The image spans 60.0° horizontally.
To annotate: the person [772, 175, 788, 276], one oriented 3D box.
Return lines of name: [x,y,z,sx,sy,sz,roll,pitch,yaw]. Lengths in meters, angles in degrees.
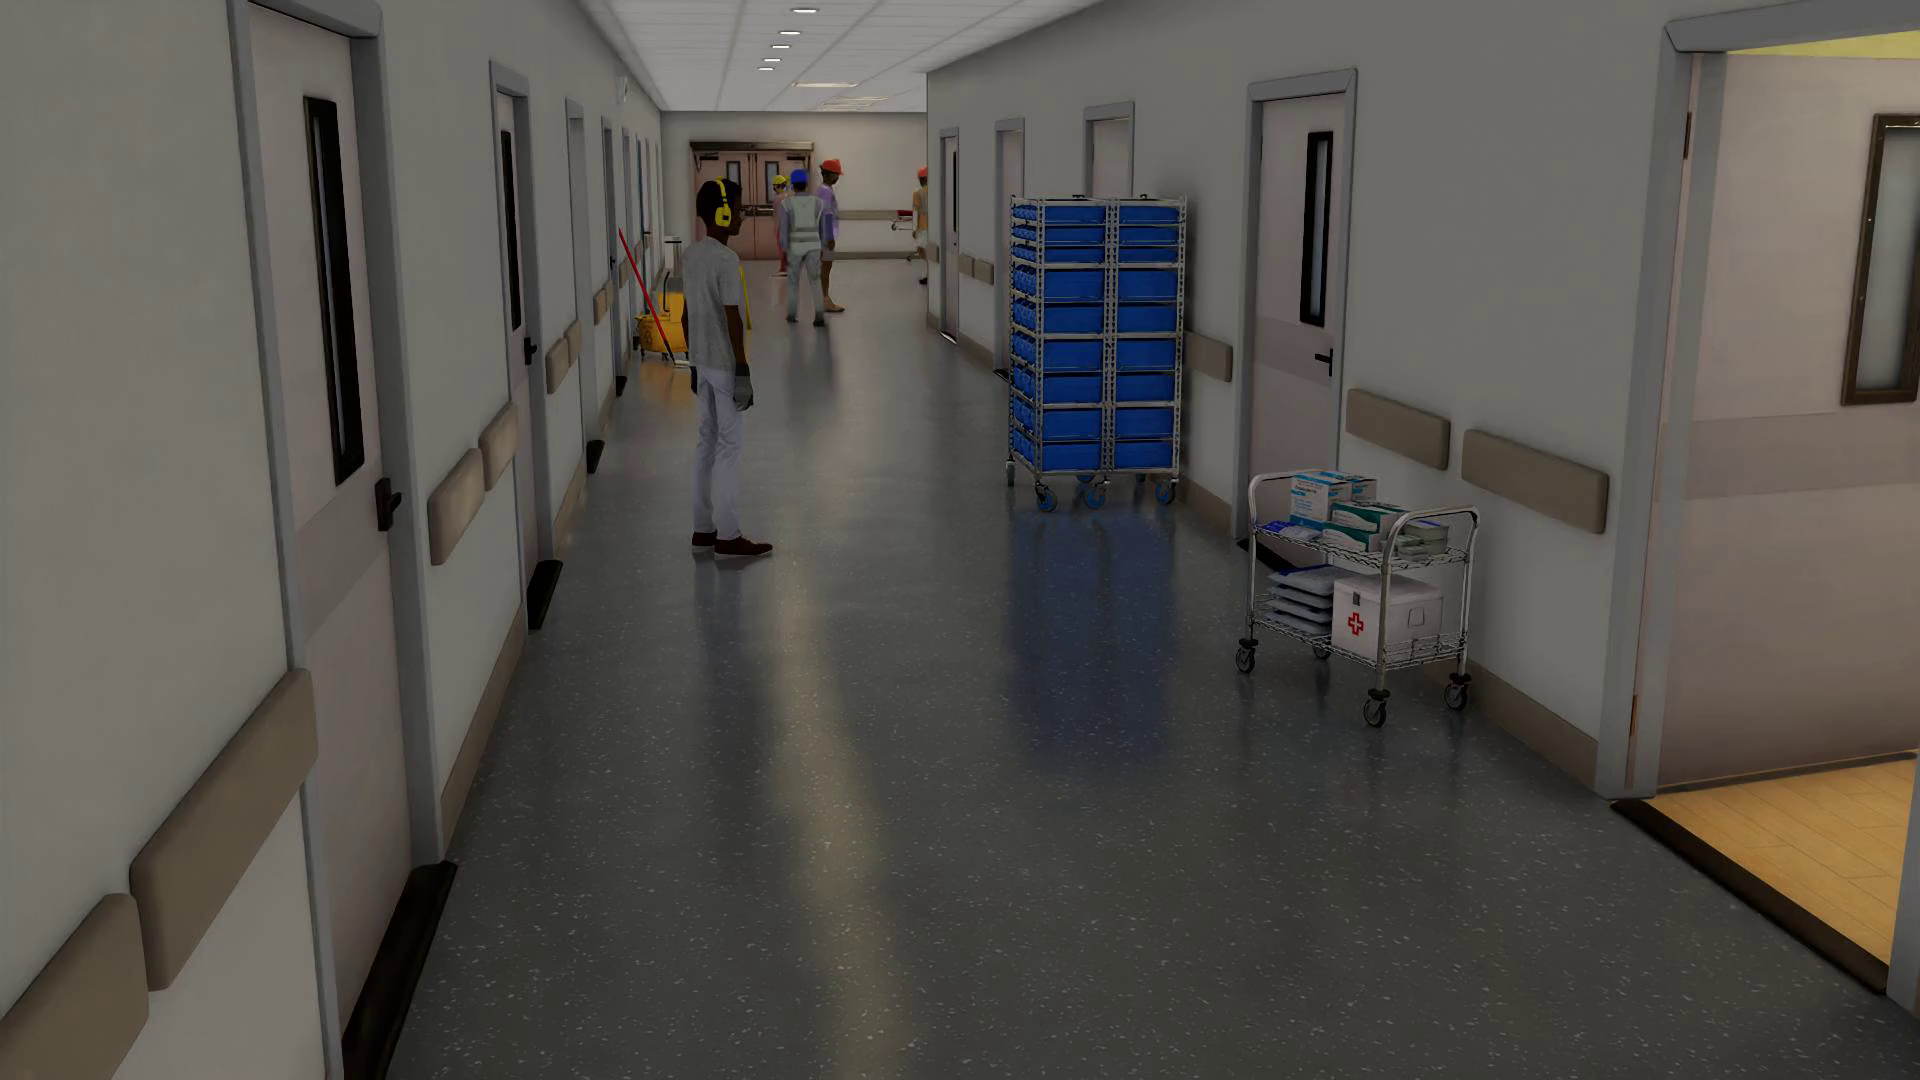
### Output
person: [-3.174,-5.551,29.418,0.309,1.769,0.525,2,13,10]

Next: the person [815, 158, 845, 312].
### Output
person: [-1.743,-4.065,22.220,0.401,2.033,0.605,-2,13,-9]

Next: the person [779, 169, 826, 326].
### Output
person: [-1.908,-3.578,20.381,0.610,1.904,0.999,-4,13,-17]

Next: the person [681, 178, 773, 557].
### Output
person: [-1.189,-0.851,8.311,0.313,1.869,0.538,-9,16,-36]
